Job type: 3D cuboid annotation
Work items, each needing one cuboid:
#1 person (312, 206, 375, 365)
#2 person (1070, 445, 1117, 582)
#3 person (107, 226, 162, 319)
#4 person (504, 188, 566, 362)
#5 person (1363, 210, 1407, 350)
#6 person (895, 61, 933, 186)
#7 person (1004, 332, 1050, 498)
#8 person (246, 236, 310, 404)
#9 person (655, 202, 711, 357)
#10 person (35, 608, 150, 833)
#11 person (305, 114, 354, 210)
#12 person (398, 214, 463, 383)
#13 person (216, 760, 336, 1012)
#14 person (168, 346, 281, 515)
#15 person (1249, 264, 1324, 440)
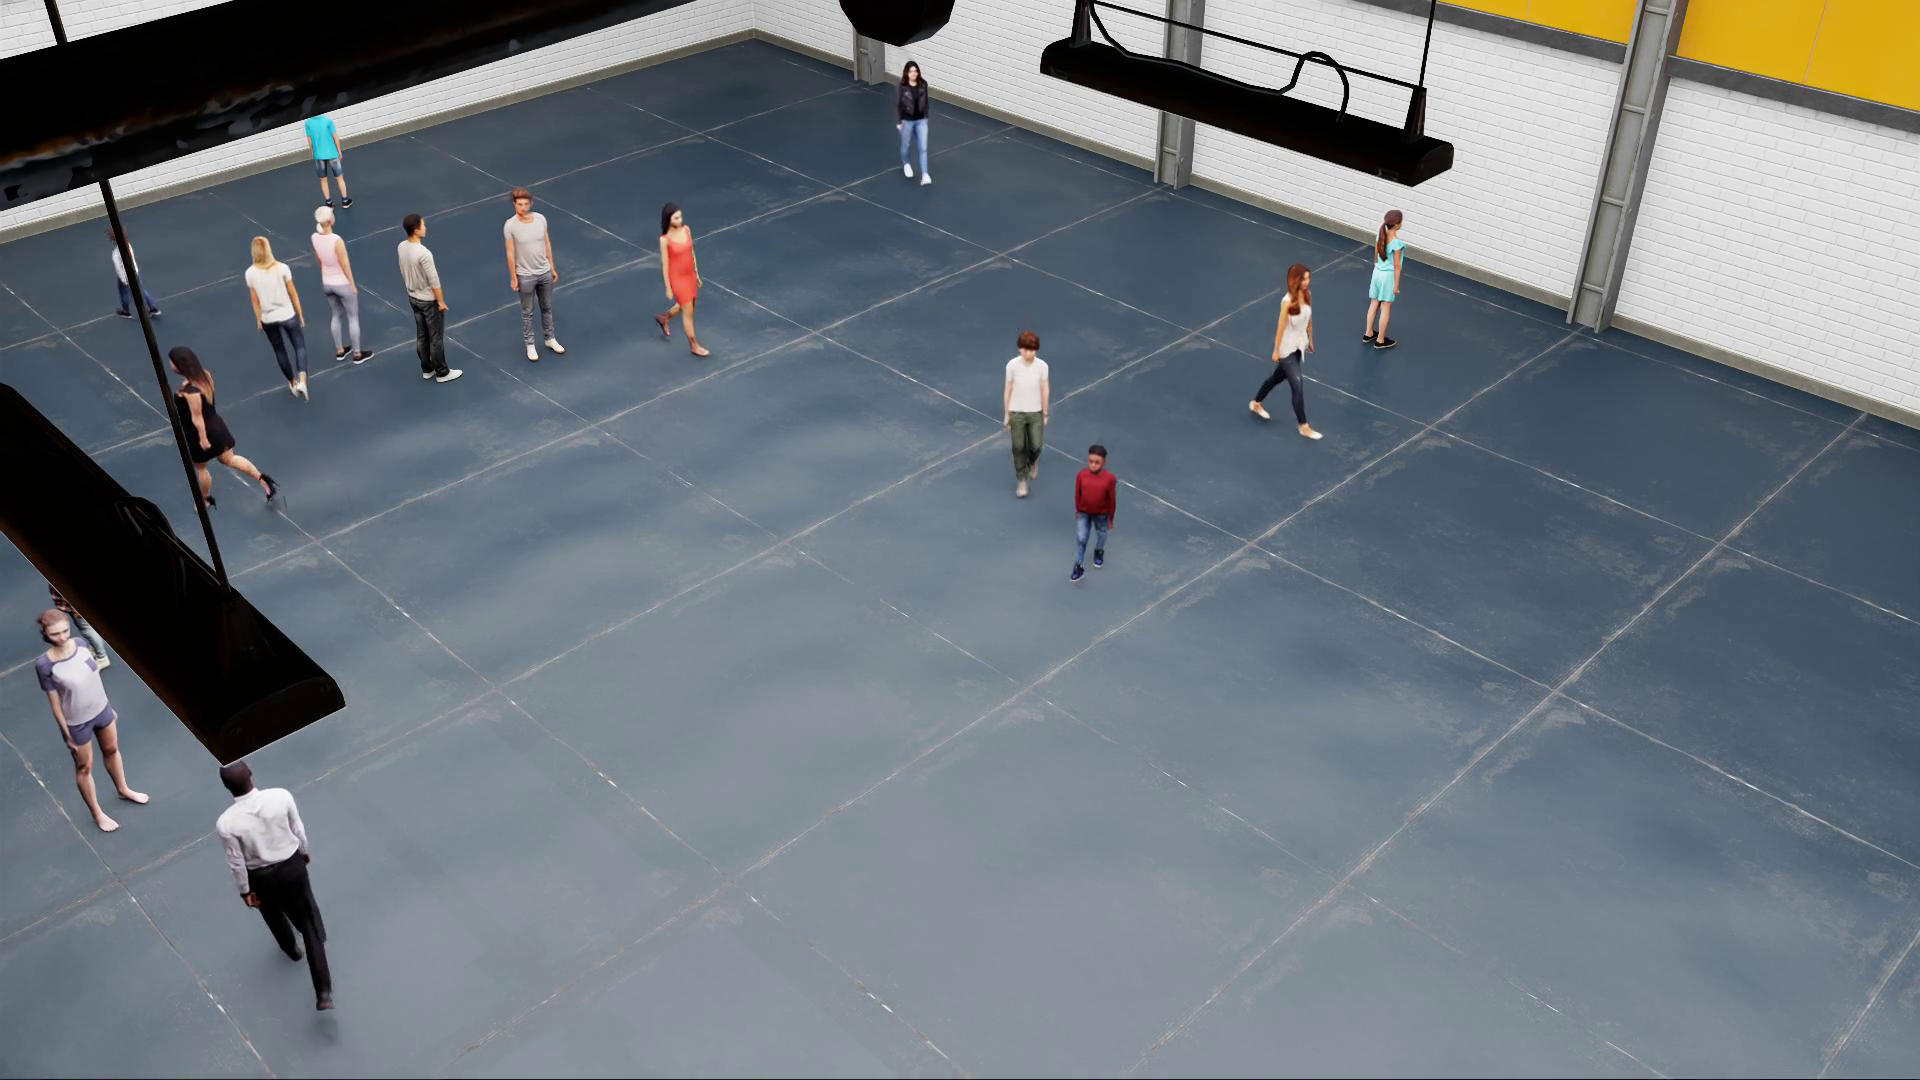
[{"bbox_3d":[-6.573,-2.695,17.566,0.545,1.722,0.672,13,36,19],"label":"person"},{"bbox_3d":[1.178,-0.293,14.395,0.832,1.230,0.814,7,34,11],"label":"person"},{"bbox_3d":[-9.250,-2.988,18.572,0.778,1.096,0.622,11,35,16],"label":"person"},{"bbox_3d":[-4.527,-2.844,17.634,0.693,1.893,0.575,-23,40,-31],"label":"person"},{"bbox_3d":[4.582,-2.826,17.909,0.663,1.558,0.554,-18,38,-25],"label":"person"},{"bbox_3d":[-0.656,-5.520,21.928,0.957,1.597,1.166,-11,35,-15],"label":"person"},{"bbox_3d":[0.607,-1.209,15.399,0.775,1.645,0.829,1,34,2],"label":"person"},{"bbox_3d":[-6.834,-2.172,16.715,0.851,1.791,1.053,-12,35,-17],"label":"person"},{"bbox_3d":[-3.025,-2.791,17.730,1.042,1.699,0.749,19,38,26],"label":"person"},{"bbox_3d":[-6.129,1.220,11.636,0.661,1.765,0.660,14,36,20],"label":"person"},{"bbox_3d":[-8.084,-4.938,21.187,0.592,1.448,0.628,-6,34,-8],"label":"person"},{"bbox_3d":[-5.542,-2.499,17.193,0.538,1.807,0.752,20,39,28],"label":"person"},{"bbox_3d":[-4.169,2.138,10.231,0.831,1.791,1.289,-18,38,-25],"label":"person"},{"bbox_3d":[-6.699,-0.963,14.990,1.100,1.687,1.081,-3,34,-4],"label":"person"},{"bbox_3d":[3.176,-1.889,16.336,1.108,1.740,0.644,27,42,35],"label":"person"}]
